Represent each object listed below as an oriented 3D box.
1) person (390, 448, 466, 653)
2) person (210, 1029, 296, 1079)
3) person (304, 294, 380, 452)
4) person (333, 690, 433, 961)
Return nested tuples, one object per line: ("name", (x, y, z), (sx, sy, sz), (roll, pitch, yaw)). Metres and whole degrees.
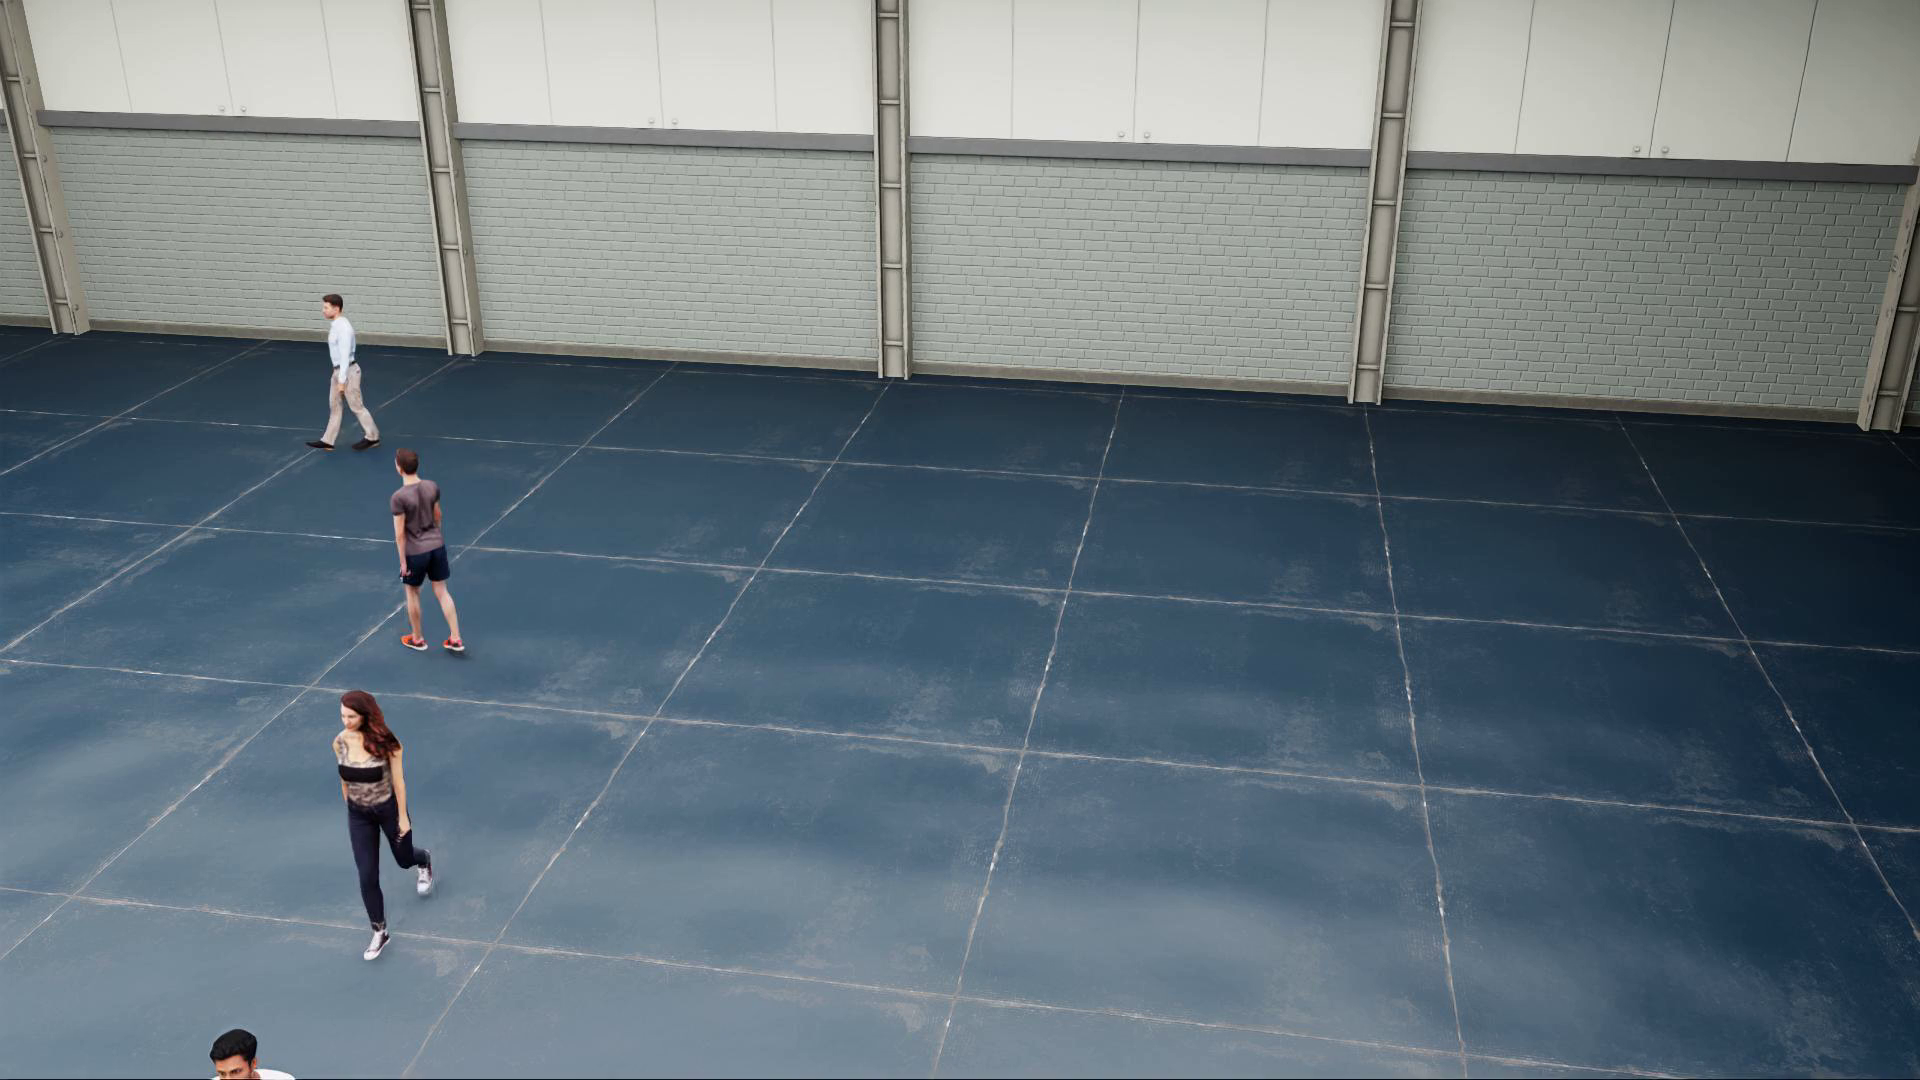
("person", (-4.508, 0.110, 14.094), (1.006, 1.844, 0.890), (18, 29, 36))
("person", (-3.176, 2.932, 7.602), (0.619, 1.731, 0.774), (-6, 24, -13))
("person", (-6.870, -1.874, 18.793), (1.135, 1.818, 1.055), (-13, 26, -29))
("person", (-3.616, 1.700, 10.485), (1.066, 1.741, 0.748), (1, 23, 3))
